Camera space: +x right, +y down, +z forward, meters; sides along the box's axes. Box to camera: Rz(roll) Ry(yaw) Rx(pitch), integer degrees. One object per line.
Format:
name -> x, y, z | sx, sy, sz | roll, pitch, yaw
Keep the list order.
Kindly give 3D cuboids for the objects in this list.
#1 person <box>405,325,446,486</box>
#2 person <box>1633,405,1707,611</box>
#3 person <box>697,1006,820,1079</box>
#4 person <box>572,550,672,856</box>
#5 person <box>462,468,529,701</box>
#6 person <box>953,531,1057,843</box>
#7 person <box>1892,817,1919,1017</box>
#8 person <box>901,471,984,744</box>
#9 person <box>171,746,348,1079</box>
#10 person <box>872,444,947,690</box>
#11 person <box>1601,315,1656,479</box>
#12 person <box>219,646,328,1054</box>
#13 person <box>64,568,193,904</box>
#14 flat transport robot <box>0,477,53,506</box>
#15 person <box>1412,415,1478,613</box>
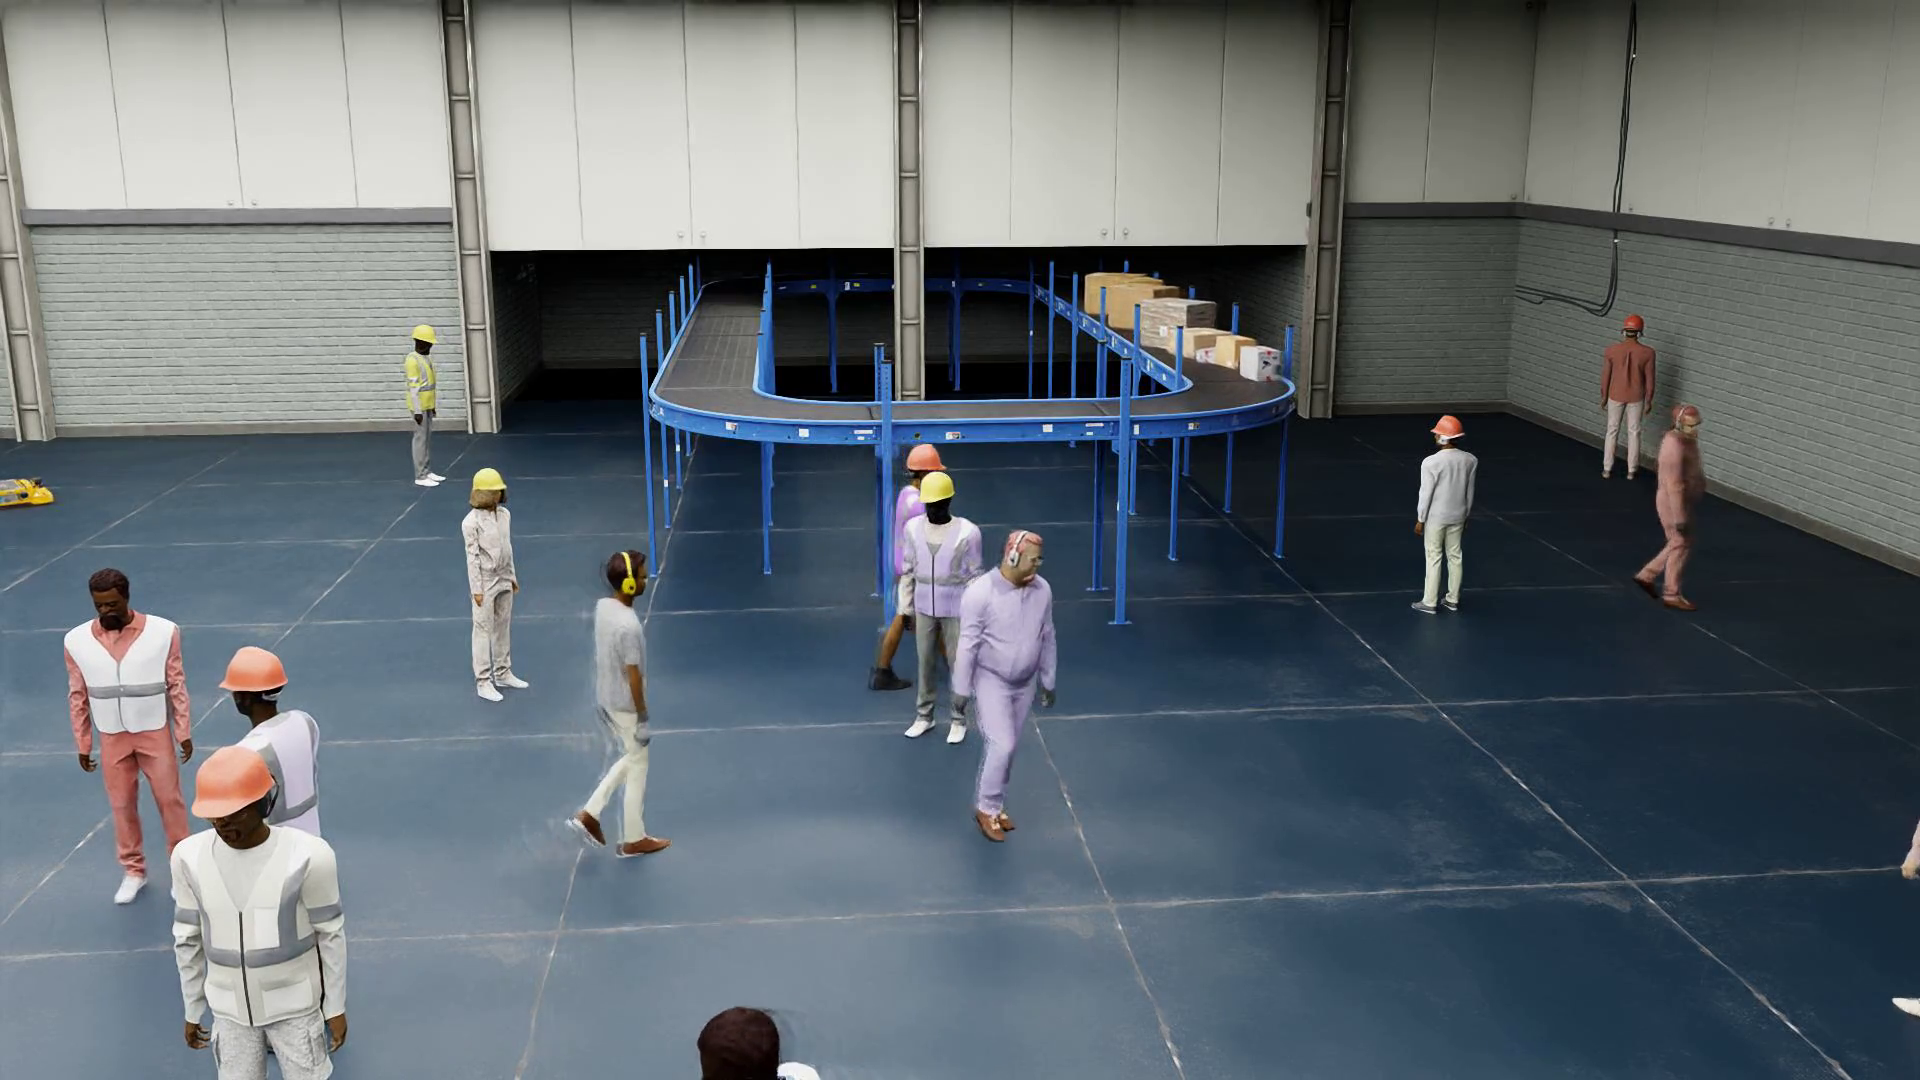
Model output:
person -> -6.384, -1.608, 19.842 | 0.396, 1.916, 0.589 | 0, 14, -1
person -> 6.313, -0.288, 14.667 | 0.531, 1.871, 0.688 | 7, 16, 25
person -> -0.590, 2.176, 4.751 | 0.725, 1.885, 0.619 | 1, 14, 4
person -> -1.976, 0.965, 9.654 | 0.469, 1.859, 0.542 | -10, 17, -34
person -> -3.494, 0.320, 12.476 | 0.289, 1.746, 0.487 | 6, 15, 21
person -> 0.313, 0.871, 9.988 | 0.675, 1.880, 0.580 | -10, 17, -35
person -> 4.773, 1.452, 7.910 | 0.549, 1.764, 0.336 | -3, 14, -12
person -> -0.138, 0.465, 11.527 | 0.593, 1.924, 0.378 | 6, 15, 21
person -> -2.612, 1.732, 6.222 | 0.615, 2.040, 0.391 | 0, 14, -2
person -> -0.243, 0.211, 12.620 | 0.966, 1.885, 0.575 | -2, 14, -8
person -> 8.091, -1.731, 20.173 | 0.611, 1.995, 0.375 | 7, 16, 27
person -> -3.147, 1.425, 7.660 | 0.379, 1.938, 0.547 | 3, 14, 10
person -> -4.562, 1.063, 9.179 | 0.598, 1.908, 0.397 | -4, 15, -14
flat transport robot -> -11.064, -0.487, 18.696 | 1.431, 0.197, 0.652 | -11, 18, -37
person -> 4.256, -0.228, 14.641 | 0.571, 1.753, 0.323 | -5, 15, -21
